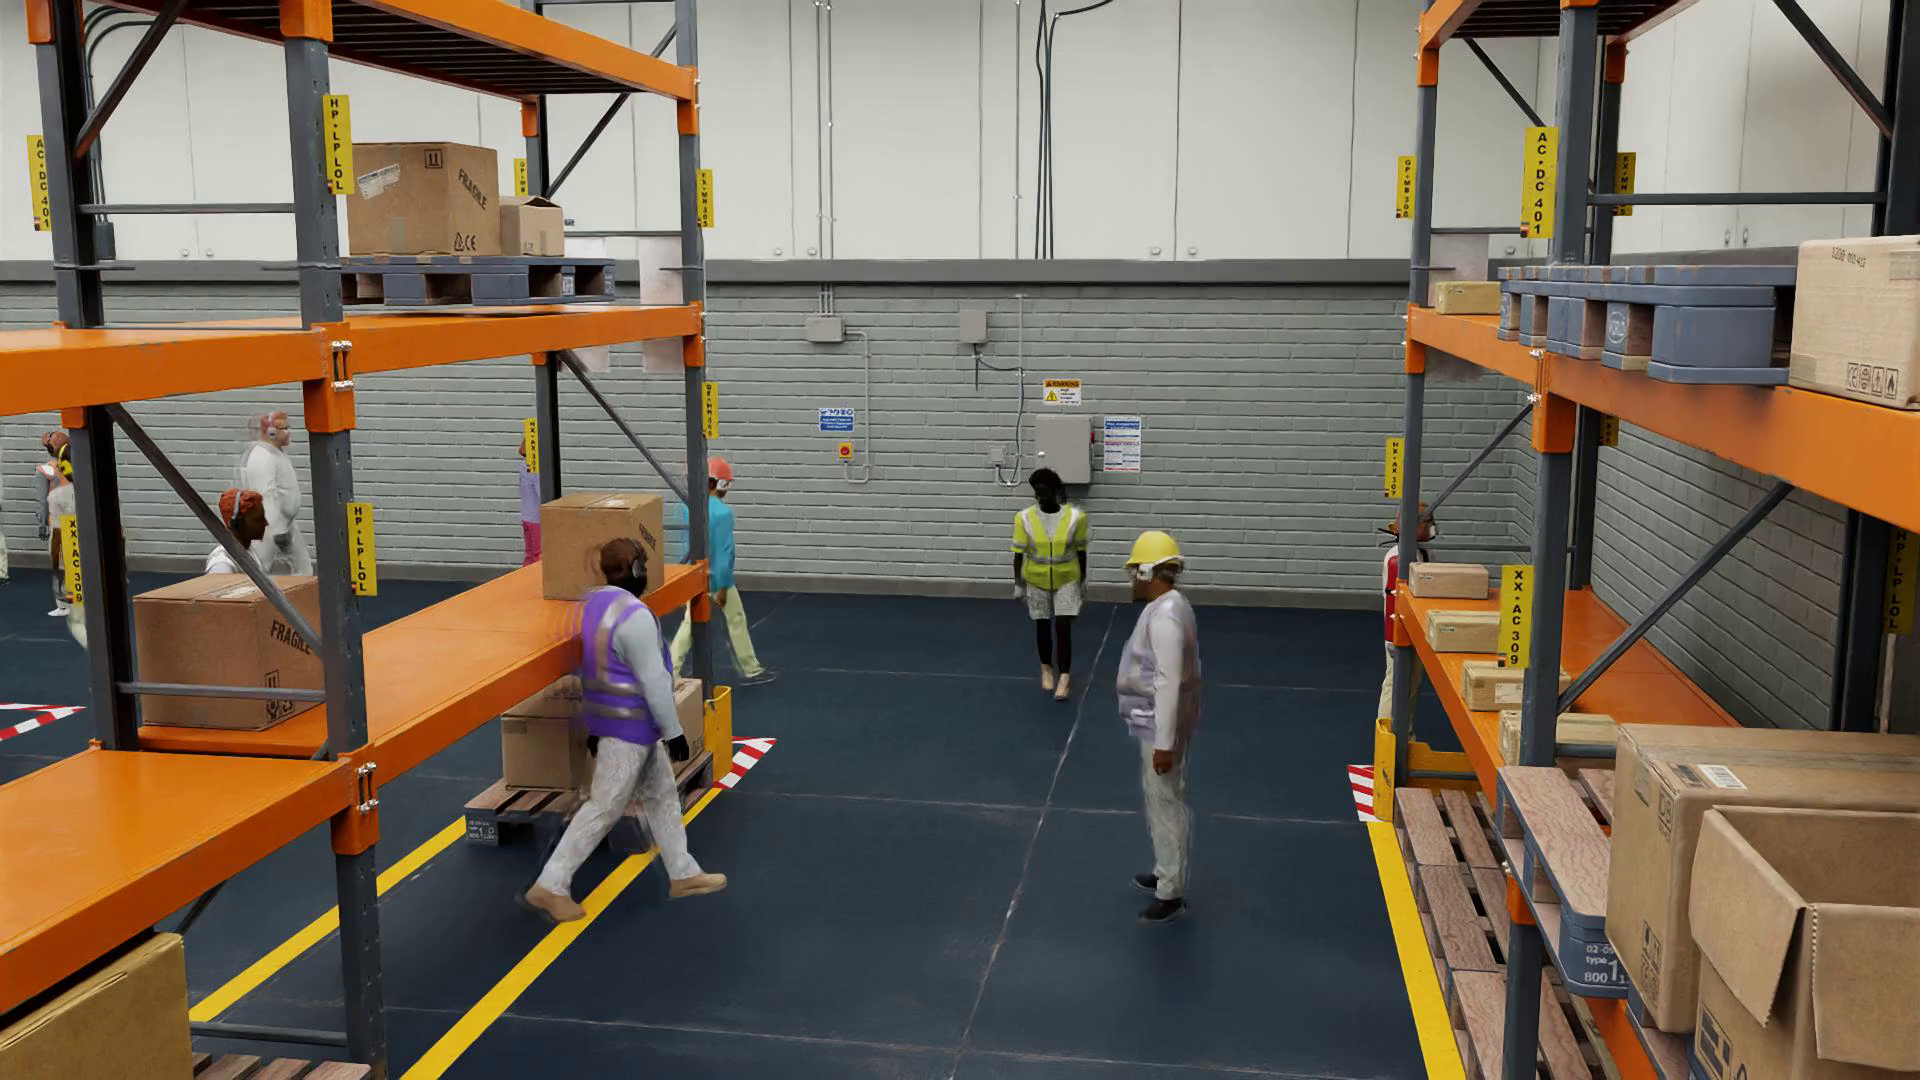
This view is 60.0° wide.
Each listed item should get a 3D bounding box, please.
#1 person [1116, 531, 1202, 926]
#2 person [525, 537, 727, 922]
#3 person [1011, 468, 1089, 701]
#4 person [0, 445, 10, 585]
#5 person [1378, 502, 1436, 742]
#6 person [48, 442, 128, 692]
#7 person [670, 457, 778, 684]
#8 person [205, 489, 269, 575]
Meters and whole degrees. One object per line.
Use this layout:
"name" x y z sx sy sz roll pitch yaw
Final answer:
"person" 0.933 0.884 7.849 0.406 1.805 0.687 1 9 8
"person" -1.623 0.884 7.856 0.961 1.786 0.641 -4 10 -22
"person" 0.637 0.306 11.754 0.549 1.650 0.777 1 9 7
"person" -9.445 -0.415 15.983 0.573 1.739 0.349 3 10 21
"person" 2.762 0.575 10.194 0.500 1.636 0.279 -9 13 -44
"person" -6.073 0.235 11.666 0.620 1.844 0.548 7 11 36
"person" -1.802 0.253 12.018 0.908 1.696 0.581 -9 13 -43
"person" -3.863 0.657 8.959 0.353 1.877 0.579 -2 9 -10
